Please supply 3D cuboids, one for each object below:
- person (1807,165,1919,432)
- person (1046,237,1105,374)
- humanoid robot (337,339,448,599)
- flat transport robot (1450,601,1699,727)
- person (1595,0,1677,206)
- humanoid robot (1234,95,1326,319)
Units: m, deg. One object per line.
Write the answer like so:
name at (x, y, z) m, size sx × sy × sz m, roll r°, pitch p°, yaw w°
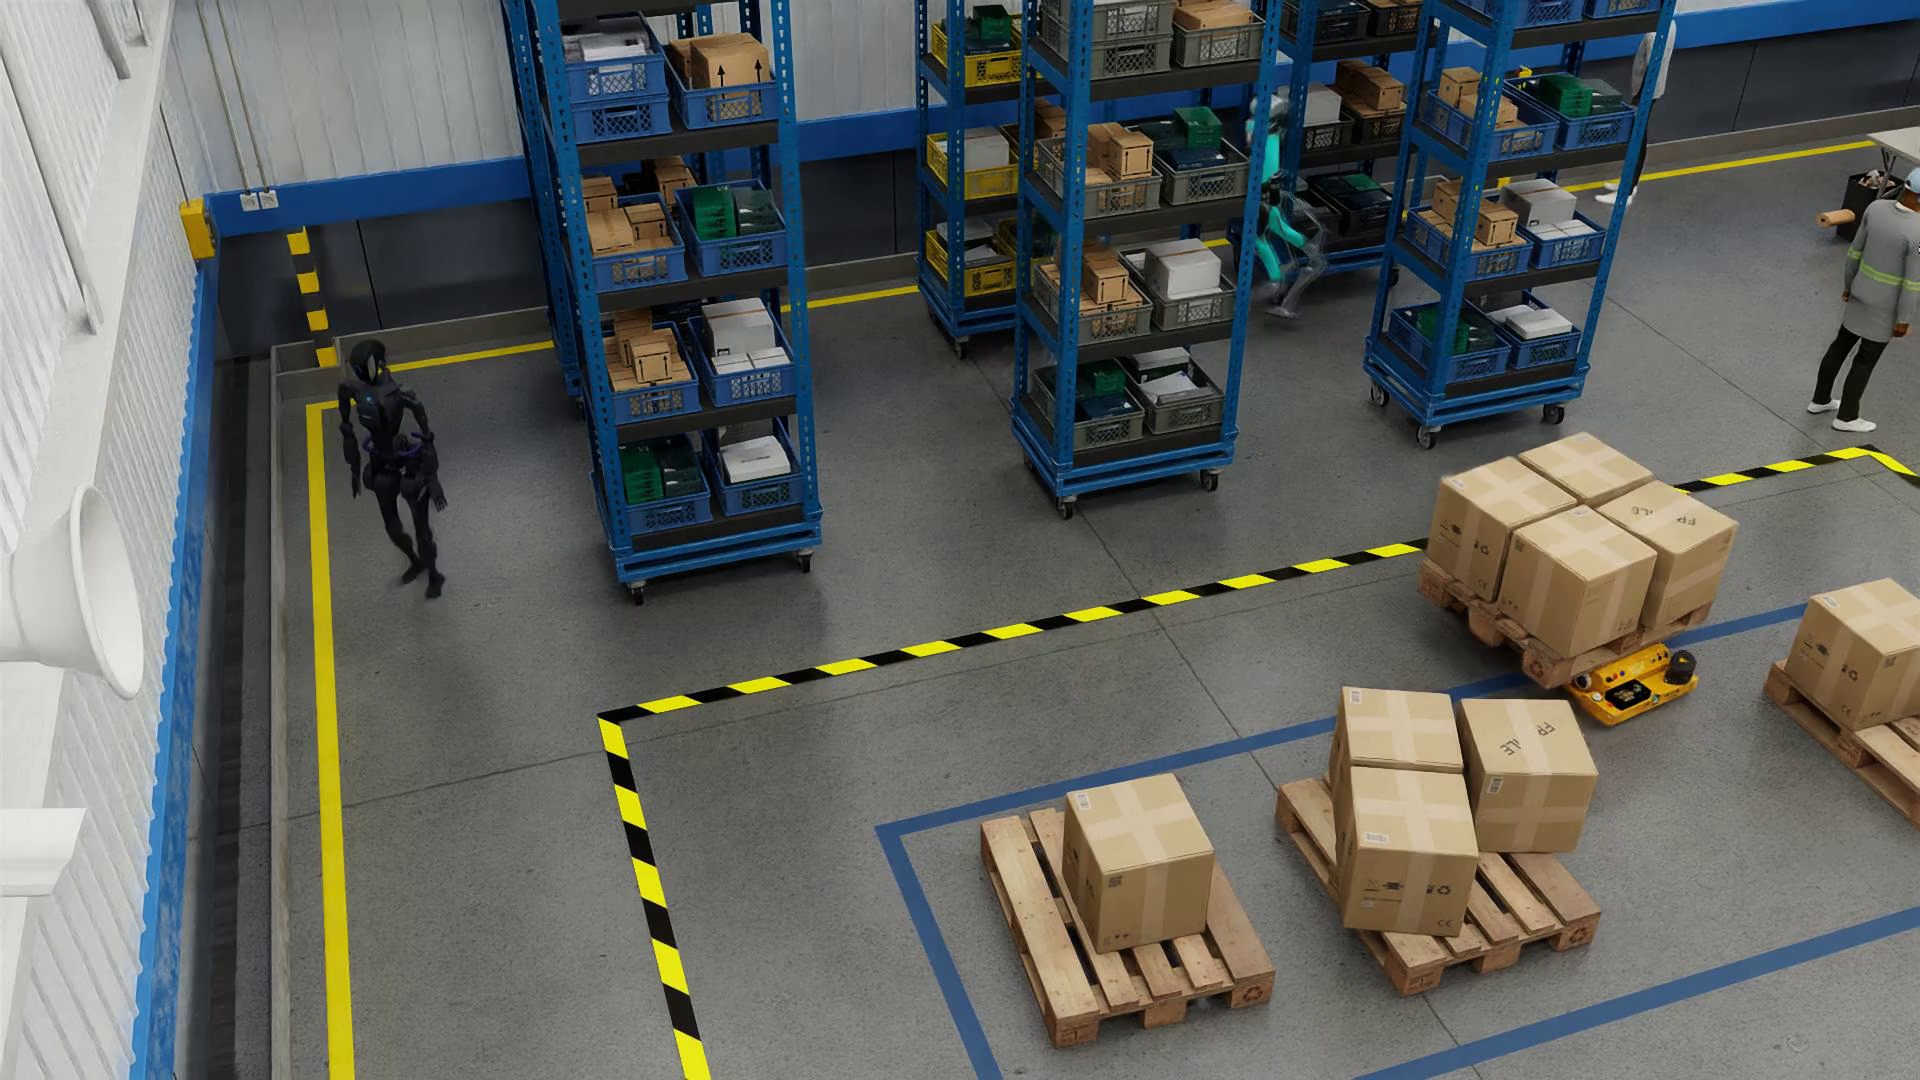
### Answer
person at (6.061, -1.591, 10.938) m, size 0.398 × 1.851 × 0.593 m, roll -9°, pitch 36°, yaw -12°
person at (0.917, -1.705, 11.224) m, size 0.853 × 1.705 × 0.508 m, roll -9°, pitch 36°, yaw -13°
humanoid robot at (-3.174, -0.407, 9.430) m, size 0.603 × 1.660 × 0.389 m, roll 7°, pitch 36°, yaw 10°
flat transport robot at (3.373, 0.465, 9.372) m, size 0.652 × 0.197 × 1.431 m, roll -18°, pitch 39°, yaw -23°
person at (5.708, -3.722, 13.951) m, size 0.336 × 1.863 × 0.517 m, roll 21°, pitch 41°, yaw 27°
humanoid robot at (2.313, -2.339, 12.081) m, size 0.965 × 1.730 × 0.546 m, roll 20°, pitch 40°, yaw 26°
